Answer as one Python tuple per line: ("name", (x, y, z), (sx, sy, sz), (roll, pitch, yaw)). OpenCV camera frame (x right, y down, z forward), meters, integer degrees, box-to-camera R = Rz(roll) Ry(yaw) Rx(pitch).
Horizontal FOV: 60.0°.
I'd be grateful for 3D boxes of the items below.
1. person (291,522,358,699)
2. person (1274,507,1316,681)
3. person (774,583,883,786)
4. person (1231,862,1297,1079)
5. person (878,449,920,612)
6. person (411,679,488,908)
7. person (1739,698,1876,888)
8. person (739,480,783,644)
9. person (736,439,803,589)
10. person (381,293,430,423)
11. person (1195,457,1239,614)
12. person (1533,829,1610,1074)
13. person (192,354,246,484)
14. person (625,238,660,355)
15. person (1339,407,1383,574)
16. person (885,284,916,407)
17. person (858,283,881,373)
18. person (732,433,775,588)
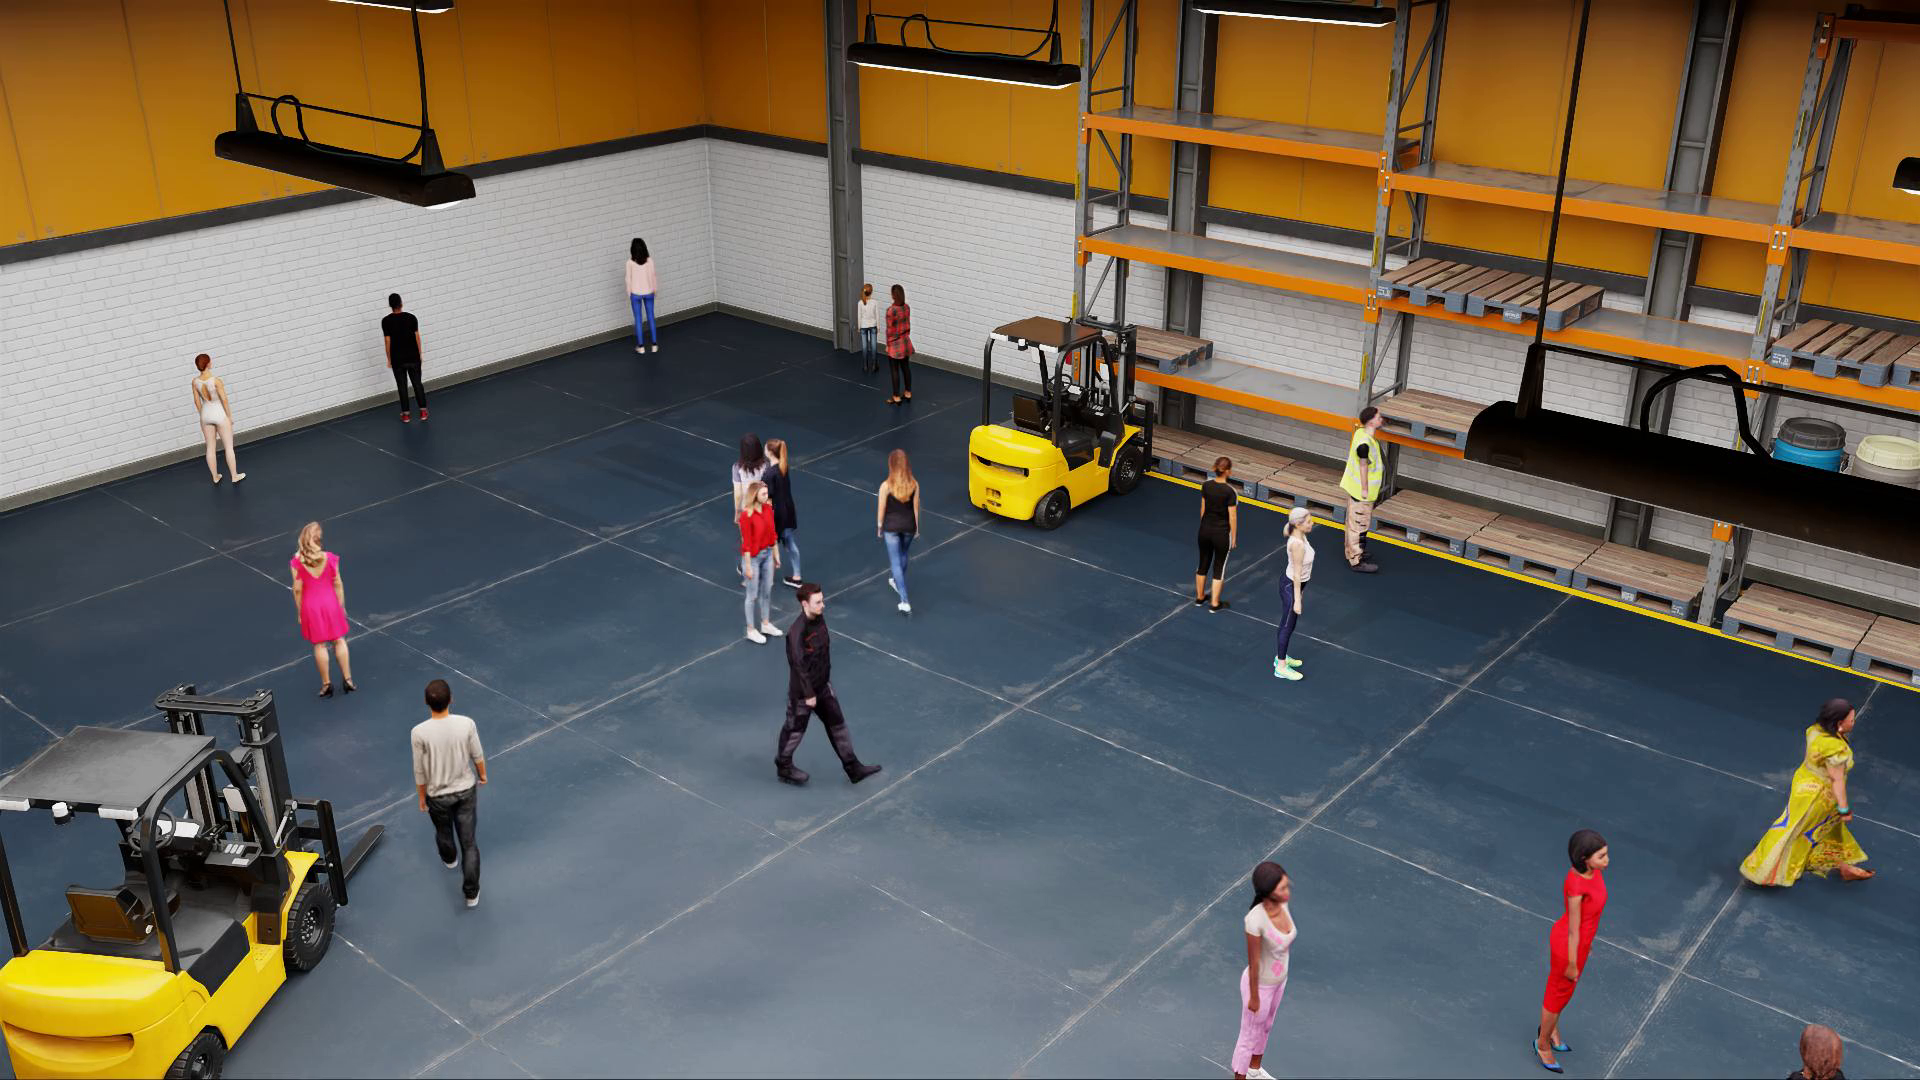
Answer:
("person", (-5.904, 0.650, 15.352), (0.670, 1.722, 0.679), (-13, 27, -28))
("person", (3.149, 0.479, 15.767), (0.688, 1.702, 0.681), (4, 24, 10))
("person", (-1.321, 1.224, 13.867), (1.240, 1.859, 0.914), (10, 26, 22))
("person", (1.905, 2.780, 10.453), (0.526, 1.743, 0.578), (16, 28, 32))
("person", (-0.604, -0.070, 17.043), (0.905, 1.685, 1.147), (-9, 25, -20))
("person", (-3.768, 1.919, 12.375), (0.982, 1.780, 1.161), (-9, 25, -20))
("person", (6.346, 1.950, 12.518), (1.354, 1.608, 1.108), (6, 24, 14))
("person", (-2.003, 0.193, 16.416), (0.517, 1.706, 0.618), (17, 29, 33))
("person", (-1.844, -0.251, 17.492), (1.026, 1.658, 0.762), (12, 26, 25))
("person", (-7.485, -2.463, 22.431), (0.707, 1.756, 0.705), (-10, 25, -21))
("person", (2.617, -0.068, 17.059), (0.464, 1.669, 0.643), (20, 31, 38))
("person", (3.957, 2.639, 10.776), (0.523, 1.743, 0.586), (15, 28, 31))
("person", (-9.119, -1.490, 20.343), (0.598, 1.644, 0.675), (0, 24, 0))
("person", (-4.833, -3.721, 25.293), (0.731, 1.768, 0.729), (-8, 25, -17))
("person", (4.373, -0.574, 17.994), (0.893, 1.847, 0.846), (3, 24, 6))
("person", (-0.851, -2.713, 23.070), (0.534, 1.702, 0.609), (18, 29, 35))
("person", (-1.351, -3.130, 24.506), (0.546, 1.315, 0.615), (0, 24, 0))
("person", (-2.178, -0.310, 17.533), (0.652, 1.733, 0.625), (-12, 26, -25))
